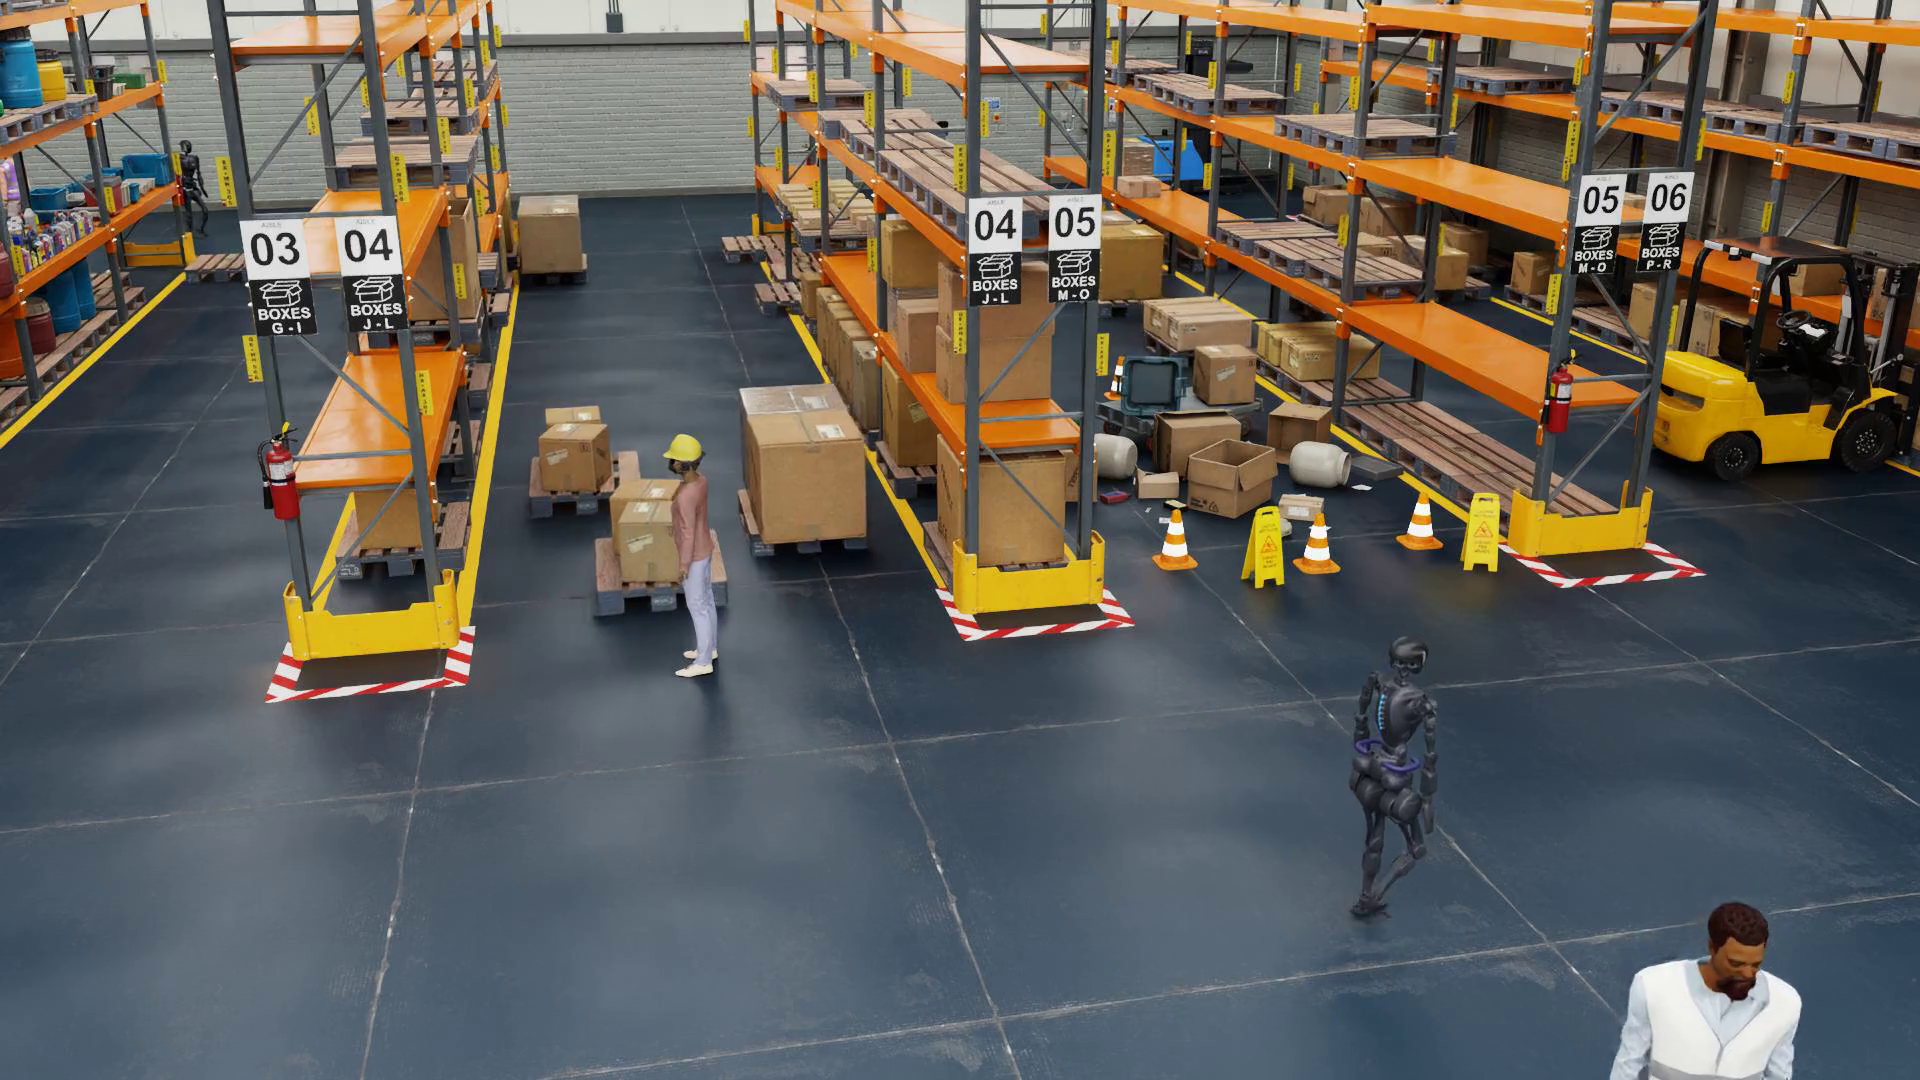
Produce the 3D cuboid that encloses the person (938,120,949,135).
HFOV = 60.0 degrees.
[{"bbox_3d":[-0.356,-6.913,30.785,0.431,1.680,0.541,2,20,4],"label":"person"}]

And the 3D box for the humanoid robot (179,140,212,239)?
[{"bbox_3d":[-13.044,-5.943,28.181,0.374,1.645,0.611,7,22,18],"label":"humanoid robot"}]

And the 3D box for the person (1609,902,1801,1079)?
[{"bbox_3d":[2.681,2.147,6.067,0.621,1.905,0.469,1,20,3],"label":"person"}]

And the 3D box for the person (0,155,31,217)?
[{"bbox_3d":[-15.354,-5.551,27.116,0.349,1.688,0.489,11,23,27],"label":"person"}]

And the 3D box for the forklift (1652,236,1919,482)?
[{"bbox_3d":[8.013,-1.814,16.330,2.313,2.155,1.214,-4,21,-12],"label":"forklift"}]

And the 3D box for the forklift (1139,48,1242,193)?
[{"bbox_3d":[4.566,-8.313,32.860,1.873,2.768,1.129,-4,21,-12],"label":"forklift"}]

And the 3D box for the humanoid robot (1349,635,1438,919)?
[{"bbox_3d":[2.247,1.259,8.790,0.381,1.651,0.601,-12,24,-30],"label":"humanoid robot"}]

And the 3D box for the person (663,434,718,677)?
[{"bbox_3d":[-1.898,0.105,11.765,0.304,1.772,0.526,1,20,3],"label":"person"}]
